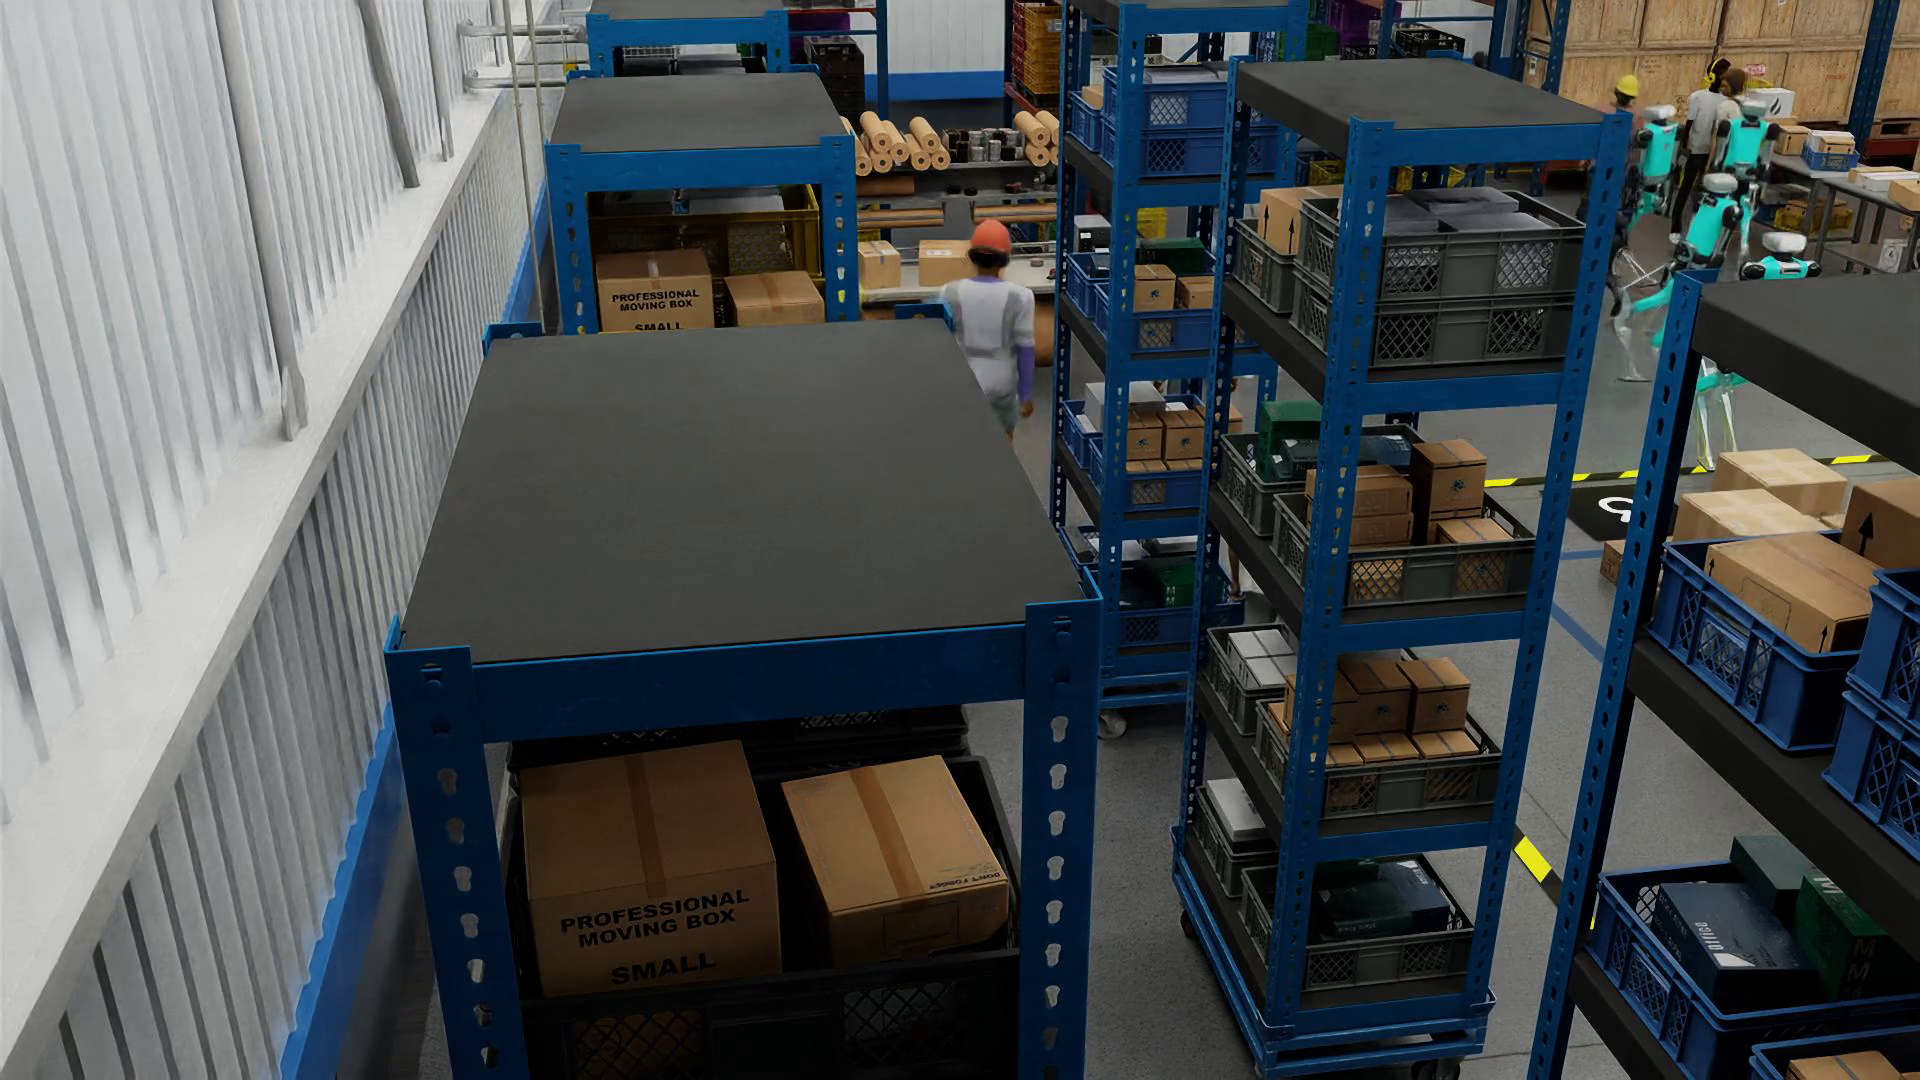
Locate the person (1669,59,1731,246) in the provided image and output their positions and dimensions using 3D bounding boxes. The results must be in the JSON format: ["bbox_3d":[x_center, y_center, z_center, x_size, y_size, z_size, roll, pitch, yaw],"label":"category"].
[{"bbox_3d":[7.579,-3.939,16.942,0.527,1.874,0.322,-4,25,-9],"label":"person"}]

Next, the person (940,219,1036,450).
[{"bbox_3d":[0.183,-1.040,10.494,0.632,1.991,1.010,5,25,10],"label":"person"}]

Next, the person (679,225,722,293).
[{"bbox_3d":[-2.094,-2.234,13.197,0.566,1.900,0.871,-2,25,-5],"label":"person"}]

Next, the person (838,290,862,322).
[{"bbox_3d":[-0.740,-0.701,10.111,0.494,1.698,0.824,21,32,38],"label":"person"}]

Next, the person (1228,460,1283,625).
[{"bbox_3d":[1.518,0.241,7.887,0.562,1.846,0.389,17,30,33],"label":"person"}]

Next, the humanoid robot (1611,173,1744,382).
[{"bbox_3d":[5.440,-1.926,12.722,1.025,1.721,0.549,-3,25,-7],"label":"humanoid robot"}]

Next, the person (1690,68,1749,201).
[{"bbox_3d":[7.659,-3.792,16.669,0.611,1.826,0.381,-13,28,-27],"label":"person"}]

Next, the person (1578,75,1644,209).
[{"bbox_3d":[6.675,-3.931,17.103,0.542,1.723,0.867,10,27,22],"label":"person"}]

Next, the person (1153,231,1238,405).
[{"bbox_3d":[1.534,-1.108,10.812,0.596,1.849,0.391,-3,25,-7],"label":"person"}]

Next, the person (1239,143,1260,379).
[{"bbox_3d":[2.373,-2.210,13.203,0.500,1.860,0.339,-13,28,-27],"label":"person"}]

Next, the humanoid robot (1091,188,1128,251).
[{"bbox_3d":[1.306,-2.418,13.887,0.491,1.635,0.615,7,26,15],"label":"humanoid robot"}]

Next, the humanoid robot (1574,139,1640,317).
[{"bbox_3d":[5.645,-2.720,14.531,0.597,1.649,0.474,-6,25,-13],"label":"humanoid robot"}]

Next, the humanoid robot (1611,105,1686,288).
[{"bbox_3d":[6.275,-3.209,15.533,0.562,1.735,1.022,-12,27,-24],"label":"humanoid robot"}]

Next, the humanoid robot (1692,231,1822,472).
[{"bbox_3d":[5.264,-1.306,11.223,0.533,1.674,0.735,-4,25,-8],"label":"humanoid robot"}]

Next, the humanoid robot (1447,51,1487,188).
[{"bbox_3d":[5.759,-4.717,18.877,0.612,1.643,0.455,5,25,10],"label":"humanoid robot"}]

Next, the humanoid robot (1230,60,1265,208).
[{"bbox_3d":[3.220,-4.470,18.389,0.762,1.639,0.590,-1,25,-2],"label":"humanoid robot"}]

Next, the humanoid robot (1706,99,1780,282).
[{"bbox_3d":[7.157,-3.054,15.238,0.552,1.814,0.902,5,25,11],"label":"humanoid robot"}]
